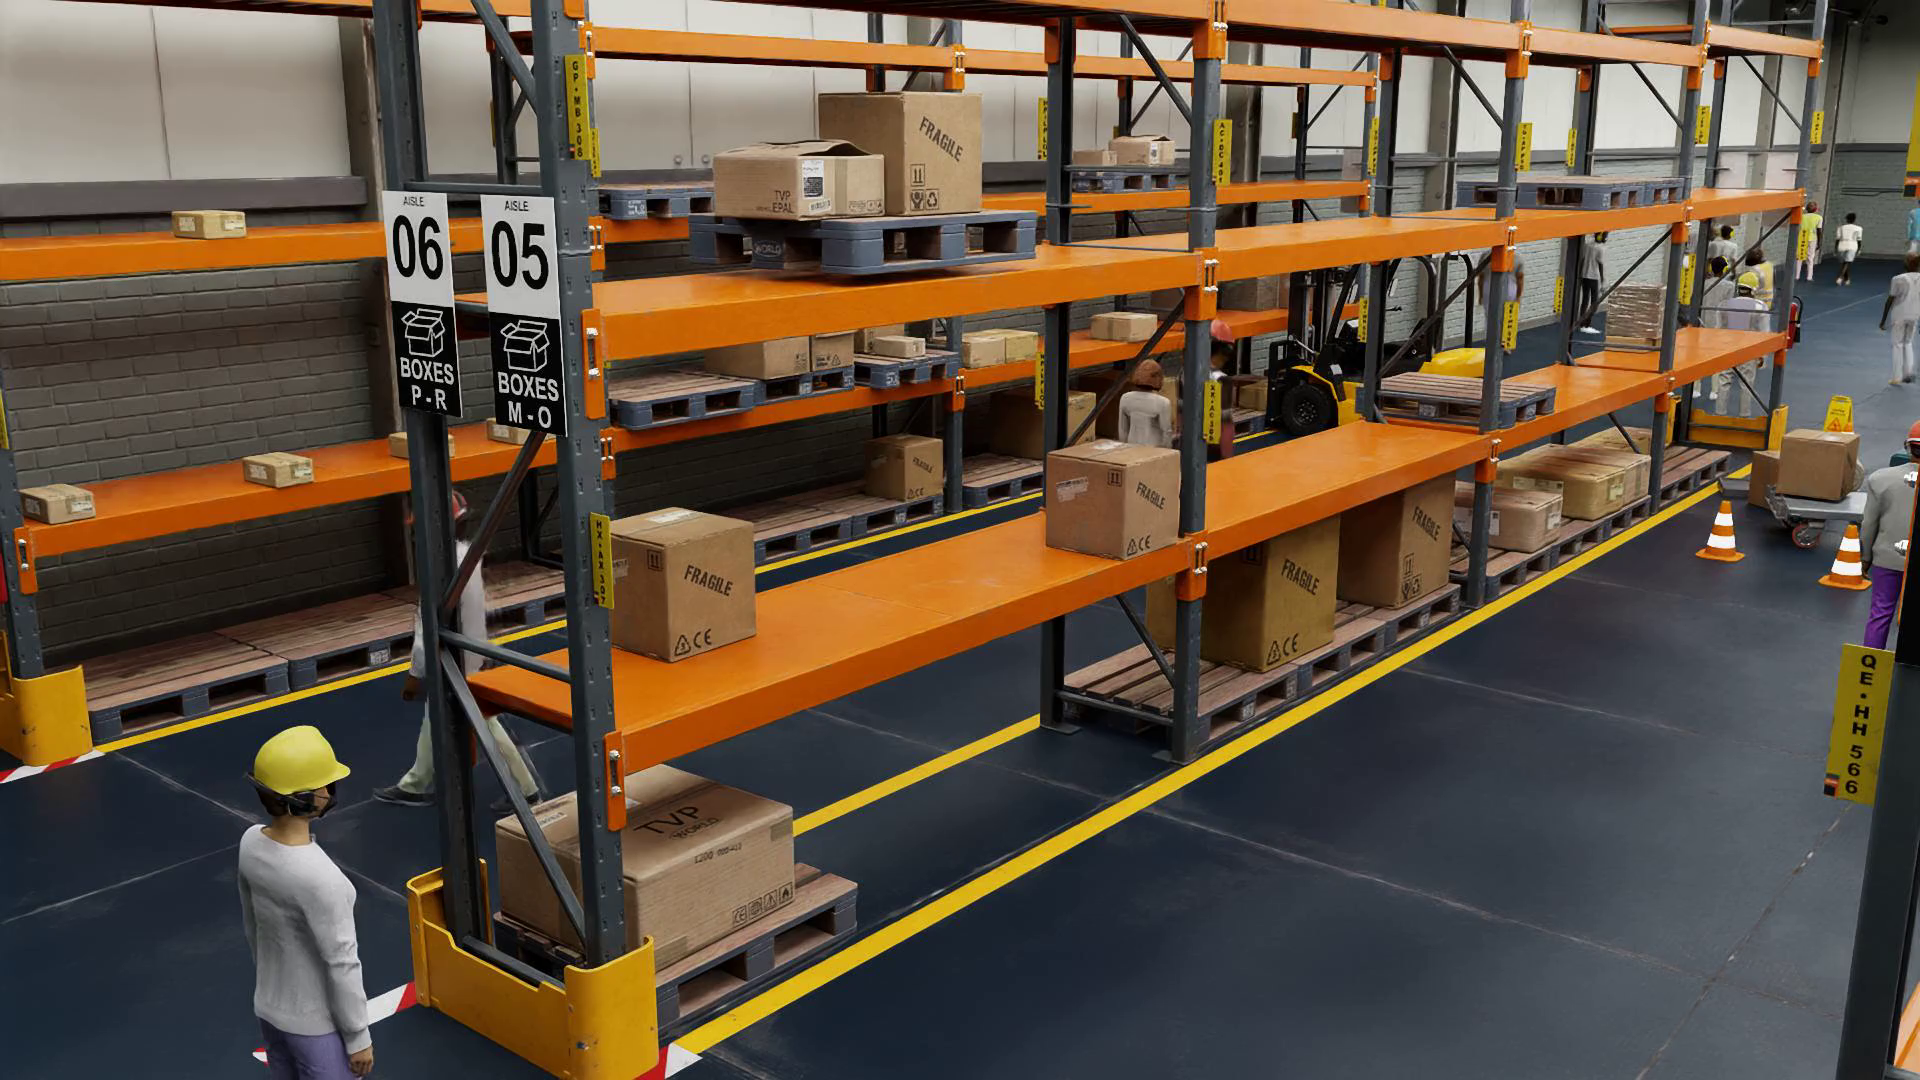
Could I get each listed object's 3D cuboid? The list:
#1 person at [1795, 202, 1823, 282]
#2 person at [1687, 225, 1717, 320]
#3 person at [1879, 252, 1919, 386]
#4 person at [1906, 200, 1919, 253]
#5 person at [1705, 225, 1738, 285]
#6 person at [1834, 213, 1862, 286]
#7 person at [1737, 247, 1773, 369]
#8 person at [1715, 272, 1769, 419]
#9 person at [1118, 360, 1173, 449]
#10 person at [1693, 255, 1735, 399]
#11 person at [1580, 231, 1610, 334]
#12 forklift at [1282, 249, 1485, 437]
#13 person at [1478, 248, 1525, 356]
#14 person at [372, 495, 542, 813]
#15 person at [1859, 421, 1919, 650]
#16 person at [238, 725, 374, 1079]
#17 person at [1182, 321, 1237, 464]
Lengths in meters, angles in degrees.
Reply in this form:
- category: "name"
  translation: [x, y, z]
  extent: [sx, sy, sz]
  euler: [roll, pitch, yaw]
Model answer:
- category: "person"
  translation: [19.707, -6.930, 38.687]
  extent: [0.566, 1.846, 0.387]
  euler: [11, 18, 38]
- category: "person"
  translation: [13.325, -4.753, 29.929]
  extent: [0.363, 1.807, 0.633]
  euler: [2, 14, 8]
- category: "person"
  translation: [12.946, -3.019, 22.810]
  extent: [0.515, 1.829, 0.422]
  euler: [1, 14, 4]
- category: "person"
  translation: [22.345, -7.030, 38.686]
  extent: [0.609, 2.043, 0.376]
  euler: [11, 18, 38]
- category: "person"
  translation: [13.471, -4.671, 29.528]
  extent: [0.695, 1.843, 0.559]
  euler: [-12, 18, -40]
- category: "person"
  translation: [20.053, -6.556, 37.633]
  extent: [0.870, 1.659, 0.523]
  euler: [-11, 18, -38]
- category: "person"
  translation: [11.629, -3.378, 24.332]
  extent: [0.737, 1.809, 0.433]
  euler: [-12, 18, -39]
- category: "person"
  translation: [9.185, -2.230, 19.577]
  extent: [0.593, 1.833, 0.404]
  euler: [11, 18, 38]
- category: "person"
  translation: [1.518, -0.659, 13.609]
  extent: [0.512, 1.628, 0.291]
  euler: [11, 18, 39]
- category: "person"
  translation: [9.820, -2.769, 21.700]
  extent: [0.520, 1.869, 0.326]
  euler: [11, 18, 38]
- category: "person"
  translation: [10.925, -4.498, 28.829]
  extent: [0.404, 1.839, 0.560]
  euler: [-6, 15, -22]
- category: "forklift"
  translation: [4.886, -2.214, 18.767]
  extent: [2.313, 2.155, 1.214]
  euler: [11, 18, 38]
- category: "person"
  translation: [8.331, -3.830, 25.661]
  extent: [0.685, 2.000, 0.540]
  euler: [5, 15, 21]
- category: "person"
  translation: [-2.576, 0.578, 8.410]
  extent: [0.900, 1.706, 0.576]
  euler: [0, 14, -2]
- category: "person"
  translation: [5.829, 0.112, 10.205]
  extent: [0.566, 1.751, 0.329]
  euler: [11, 18, 38]
- category: "person"
  translation: [-1.912, 1.398, 4.946]
  extent: [0.527, 1.768, 0.313]
  euler: [11, 18, 38]
- category: "person"
  translation: [1.870, -0.668, 12.830]
  extent: [0.566, 2.025, 0.623]
  euler: [-3, 14, -12]
